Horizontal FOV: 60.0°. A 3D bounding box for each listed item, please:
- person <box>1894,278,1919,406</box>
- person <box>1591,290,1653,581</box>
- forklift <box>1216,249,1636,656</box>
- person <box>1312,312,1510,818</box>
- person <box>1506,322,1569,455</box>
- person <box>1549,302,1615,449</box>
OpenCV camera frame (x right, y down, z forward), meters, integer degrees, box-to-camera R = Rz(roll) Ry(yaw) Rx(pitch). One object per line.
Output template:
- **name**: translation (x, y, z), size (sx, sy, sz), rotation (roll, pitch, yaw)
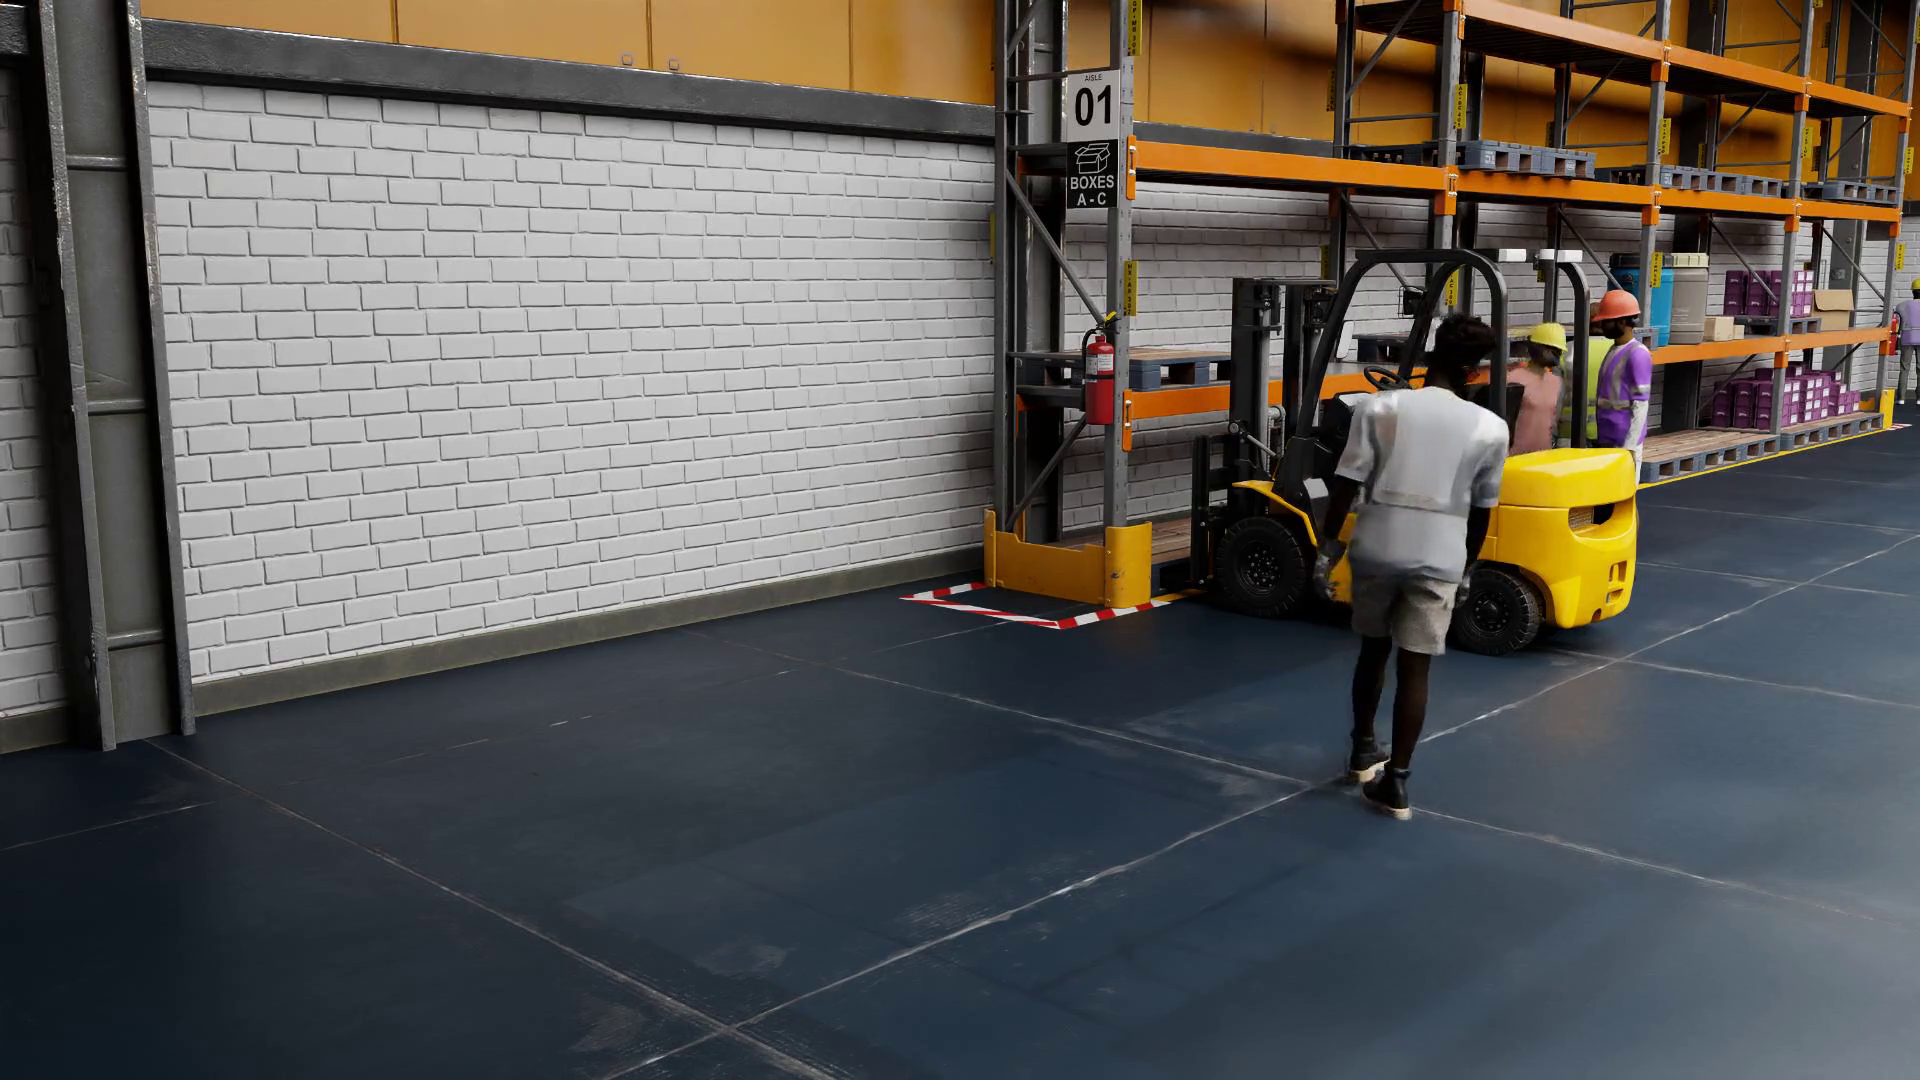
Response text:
- **person**: translation (14.498, -3.002, 25.257), size (0.587, 1.930, 0.361), rotation (4, 10, 24)
- **person**: translation (4.344, -0.682, 11.030), size (0.375, 1.931, 0.542), rotation (0, 9, 1)
- **forklift**: translation (2.710, -0.584, 9.626), size (2.313, 2.155, 1.214), rotation (9, 13, 43)
- **person**: translation (1.749, 0.074, 6.471), size (0.694, 1.908, 0.749), rotation (3, 10, 17)
- **person**: translation (3.644, -0.575, 10.980), size (0.553, 1.737, 0.679), rotation (-5, 11, -29)
- **person**: translation (4.383, -0.730, 11.605), size (0.634, 1.839, 0.429), rotation (1, 9, 4)
